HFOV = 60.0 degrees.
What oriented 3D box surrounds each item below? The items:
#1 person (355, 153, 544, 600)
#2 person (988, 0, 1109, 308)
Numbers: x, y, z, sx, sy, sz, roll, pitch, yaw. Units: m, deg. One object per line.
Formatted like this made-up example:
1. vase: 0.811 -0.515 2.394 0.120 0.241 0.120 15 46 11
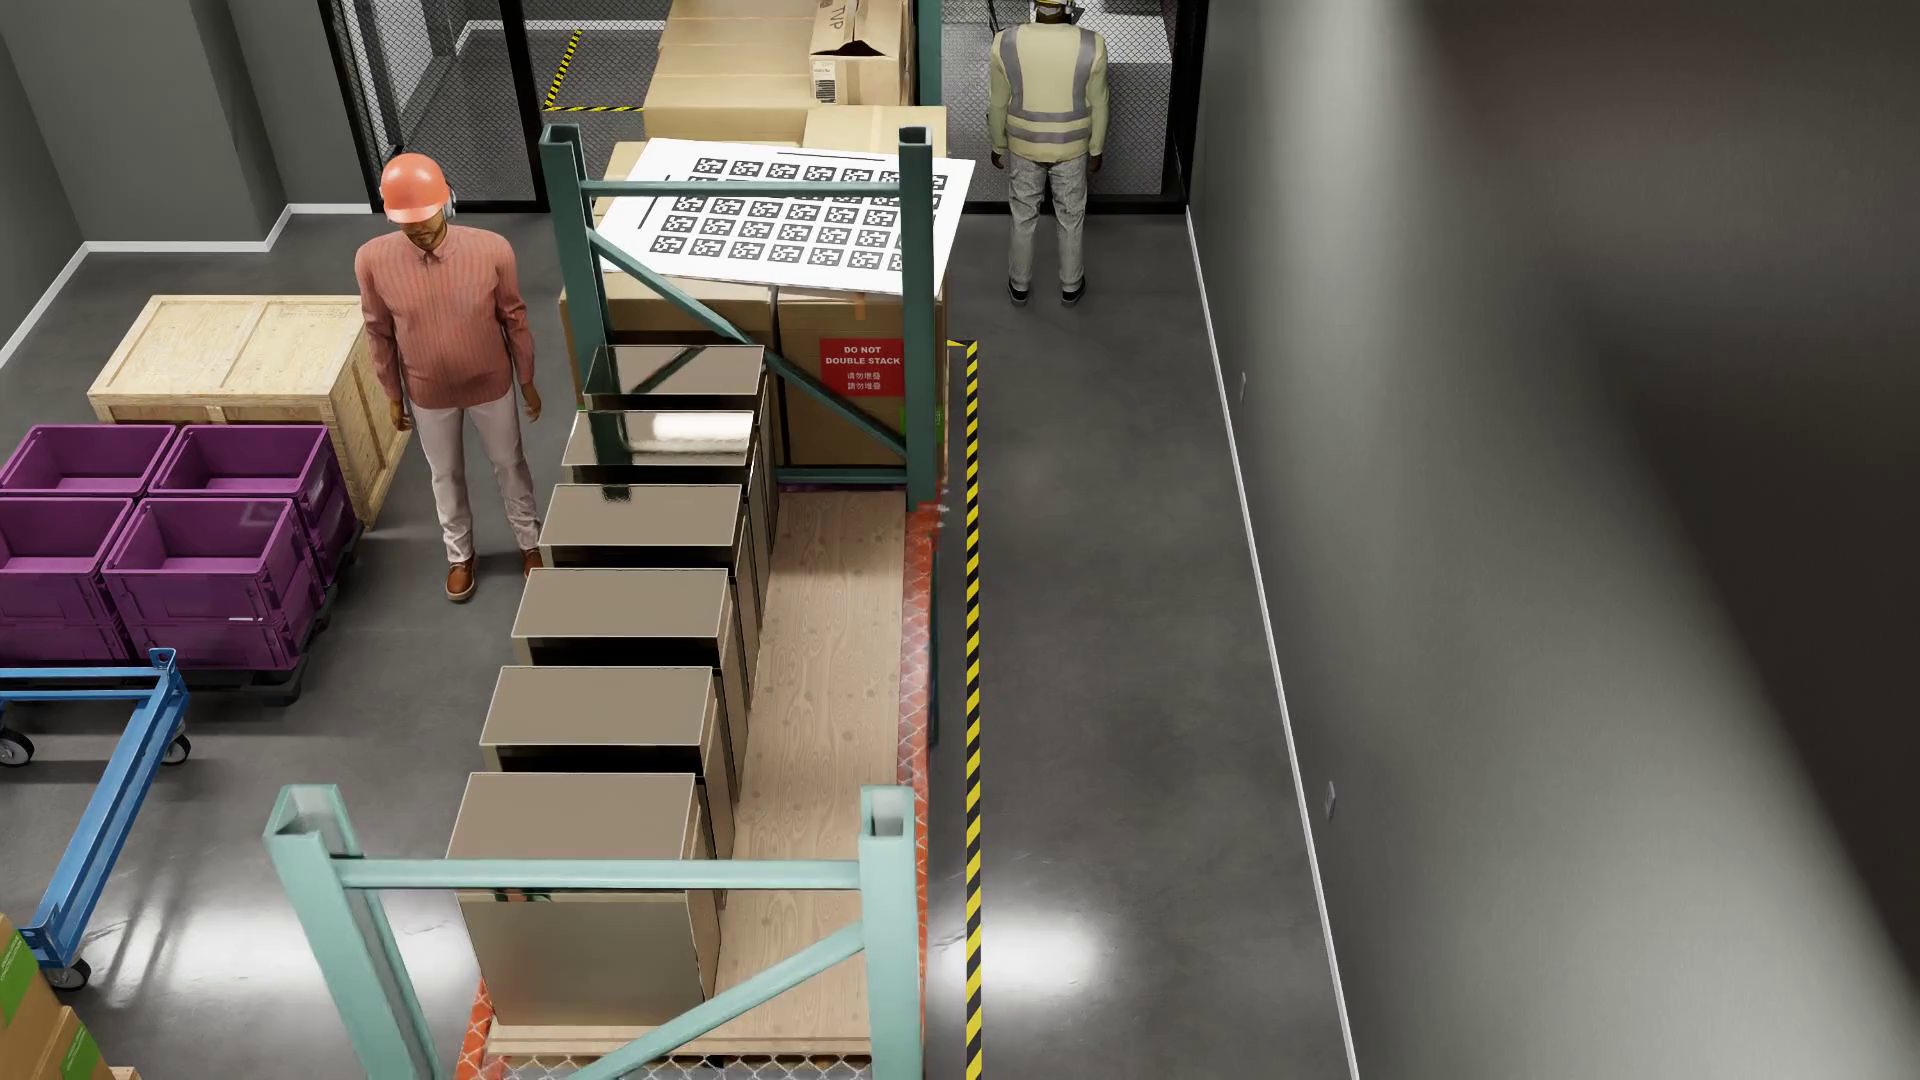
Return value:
1. person: -1.968 -0.615 6.546 0.608 1.996 0.380 -9 42 -10
2. person: 0.435 -1.988 8.237 0.588 1.834 0.403 3 41 4
